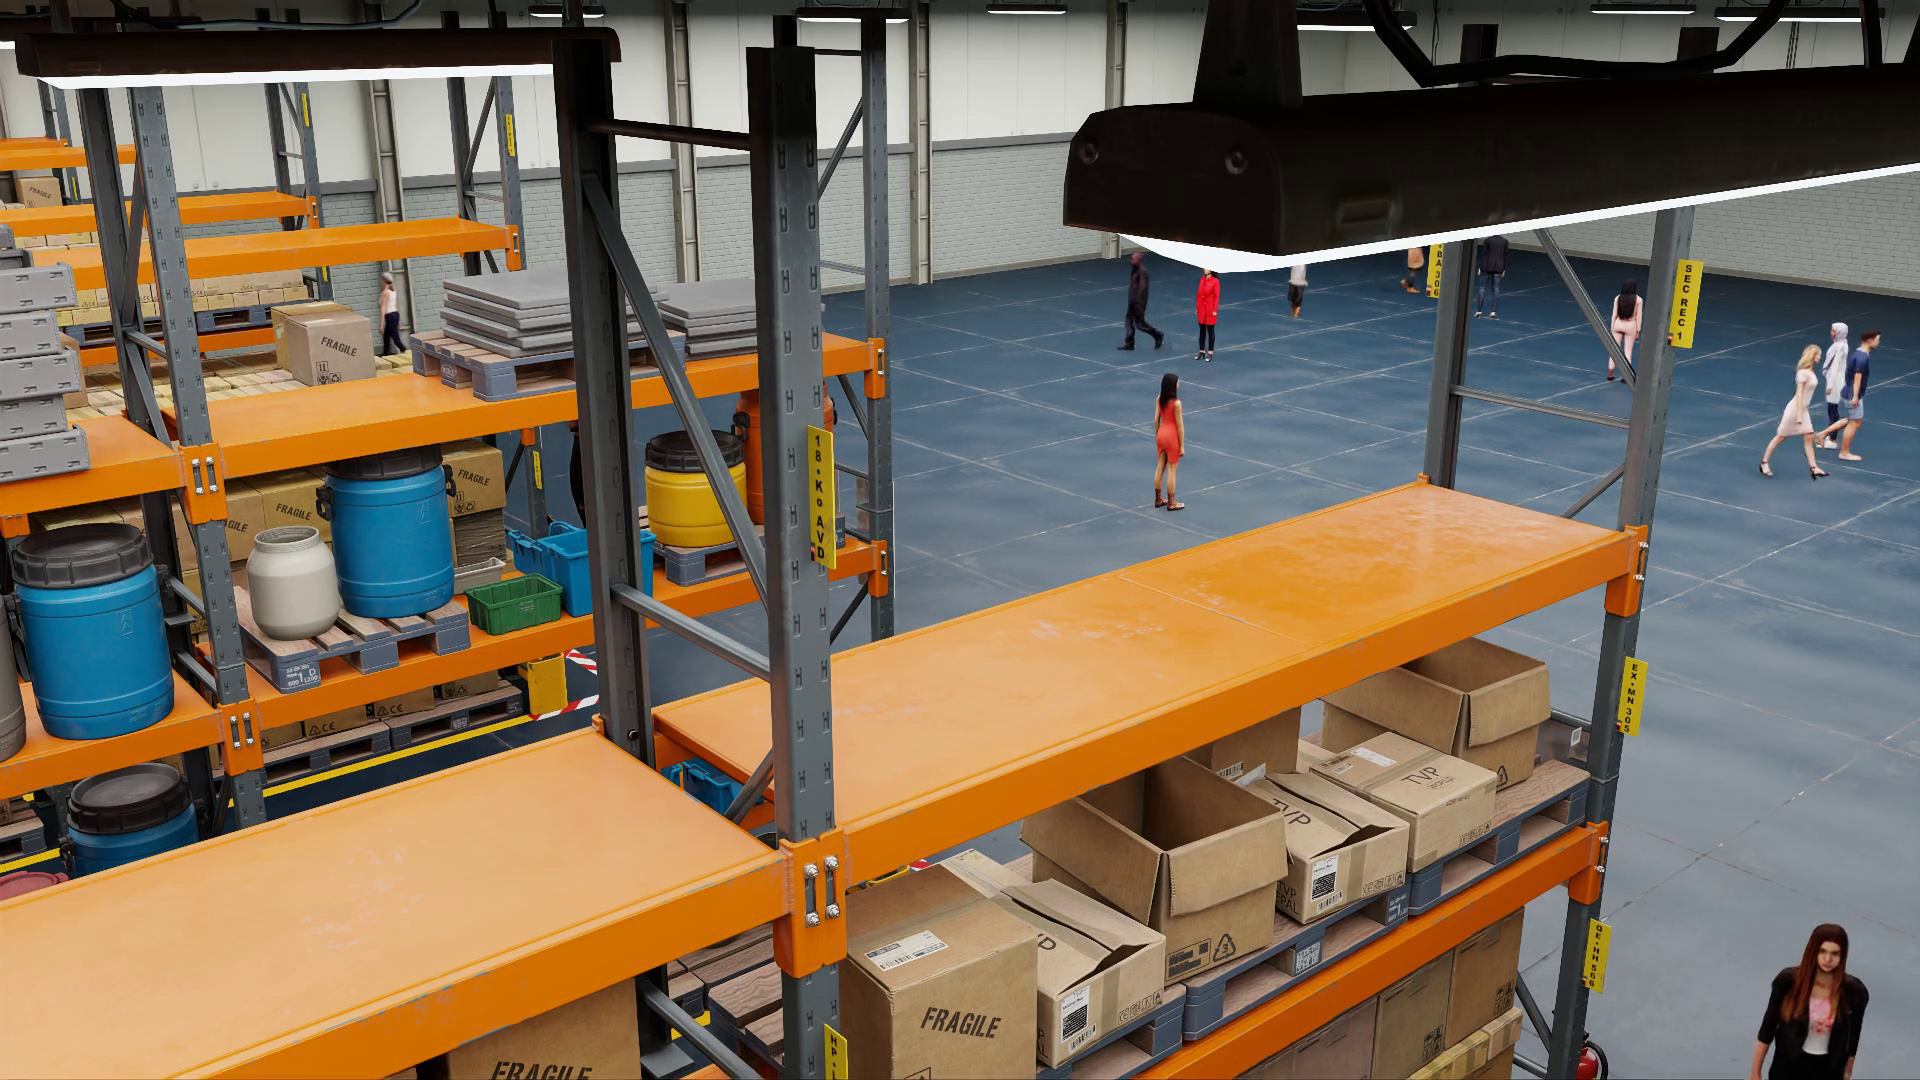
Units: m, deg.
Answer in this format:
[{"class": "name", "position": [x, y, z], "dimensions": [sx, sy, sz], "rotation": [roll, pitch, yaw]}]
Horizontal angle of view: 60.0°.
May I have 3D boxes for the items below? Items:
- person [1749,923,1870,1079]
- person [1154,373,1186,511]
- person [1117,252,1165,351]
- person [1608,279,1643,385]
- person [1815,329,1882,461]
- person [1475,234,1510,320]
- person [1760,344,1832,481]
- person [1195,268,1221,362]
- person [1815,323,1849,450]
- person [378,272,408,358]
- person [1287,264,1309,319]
[{"class": "person", "position": [4.383, 2.716, 8.627], "dimensions": [0.932, 1.677, 1.236], "rotation": [9, 20, 26]}, {"class": "person", "position": [2.593, -1.229, 20.671], "dimensions": [0.499, 1.719, 0.589], "rotation": [-14, 23, -37]}, {"class": "person", "position": [3.299, -4.268, 29.898], "dimensions": [1.191, 1.785, 0.972], "rotation": [-5, 19, -14]}, {"class": "person", "position": [11.010, -3.464, 27.539], "dimensions": [0.653, 1.717, 0.571], "rotation": [14, 23, 37]}, {"class": "person", "position": [12.208, -2.000, 22.873], "dimensions": [0.918, 1.823, 0.914], "rotation": [7, 19, 20]}, {"class": "person", "position": [9.540, -4.881, 29.960], "dimensions": [0.821, 1.782, 0.787], "rotation": [2, 18, 6]}, {"class": "person", "position": [10.937, -1.666, 21.927], "dimensions": [1.047, 1.773, 0.724], "rotation": [-14, 23, -37]}, {"class": "person", "position": [4.347, -4.029, 29.224], "dimensions": [0.604, 1.748, 0.620], "rotation": [-16, 24, -40]}, {"class": "person", "position": [12.393, -2.184, 23.523], "dimensions": [0.756, 1.770, 0.640], "rotation": [9, 20, 25]}, {"class": "person", "position": [-9.601, -3.684, 28.303], "dimensions": [1.136, 1.661, 1.083], "rotation": [2, 18, 6]}, {"class": "person", "position": [6.781, -5.211, 33.336], "dimensions": [0.720, 1.450, 0.763], "rotation": [6, 19, 17]}]
